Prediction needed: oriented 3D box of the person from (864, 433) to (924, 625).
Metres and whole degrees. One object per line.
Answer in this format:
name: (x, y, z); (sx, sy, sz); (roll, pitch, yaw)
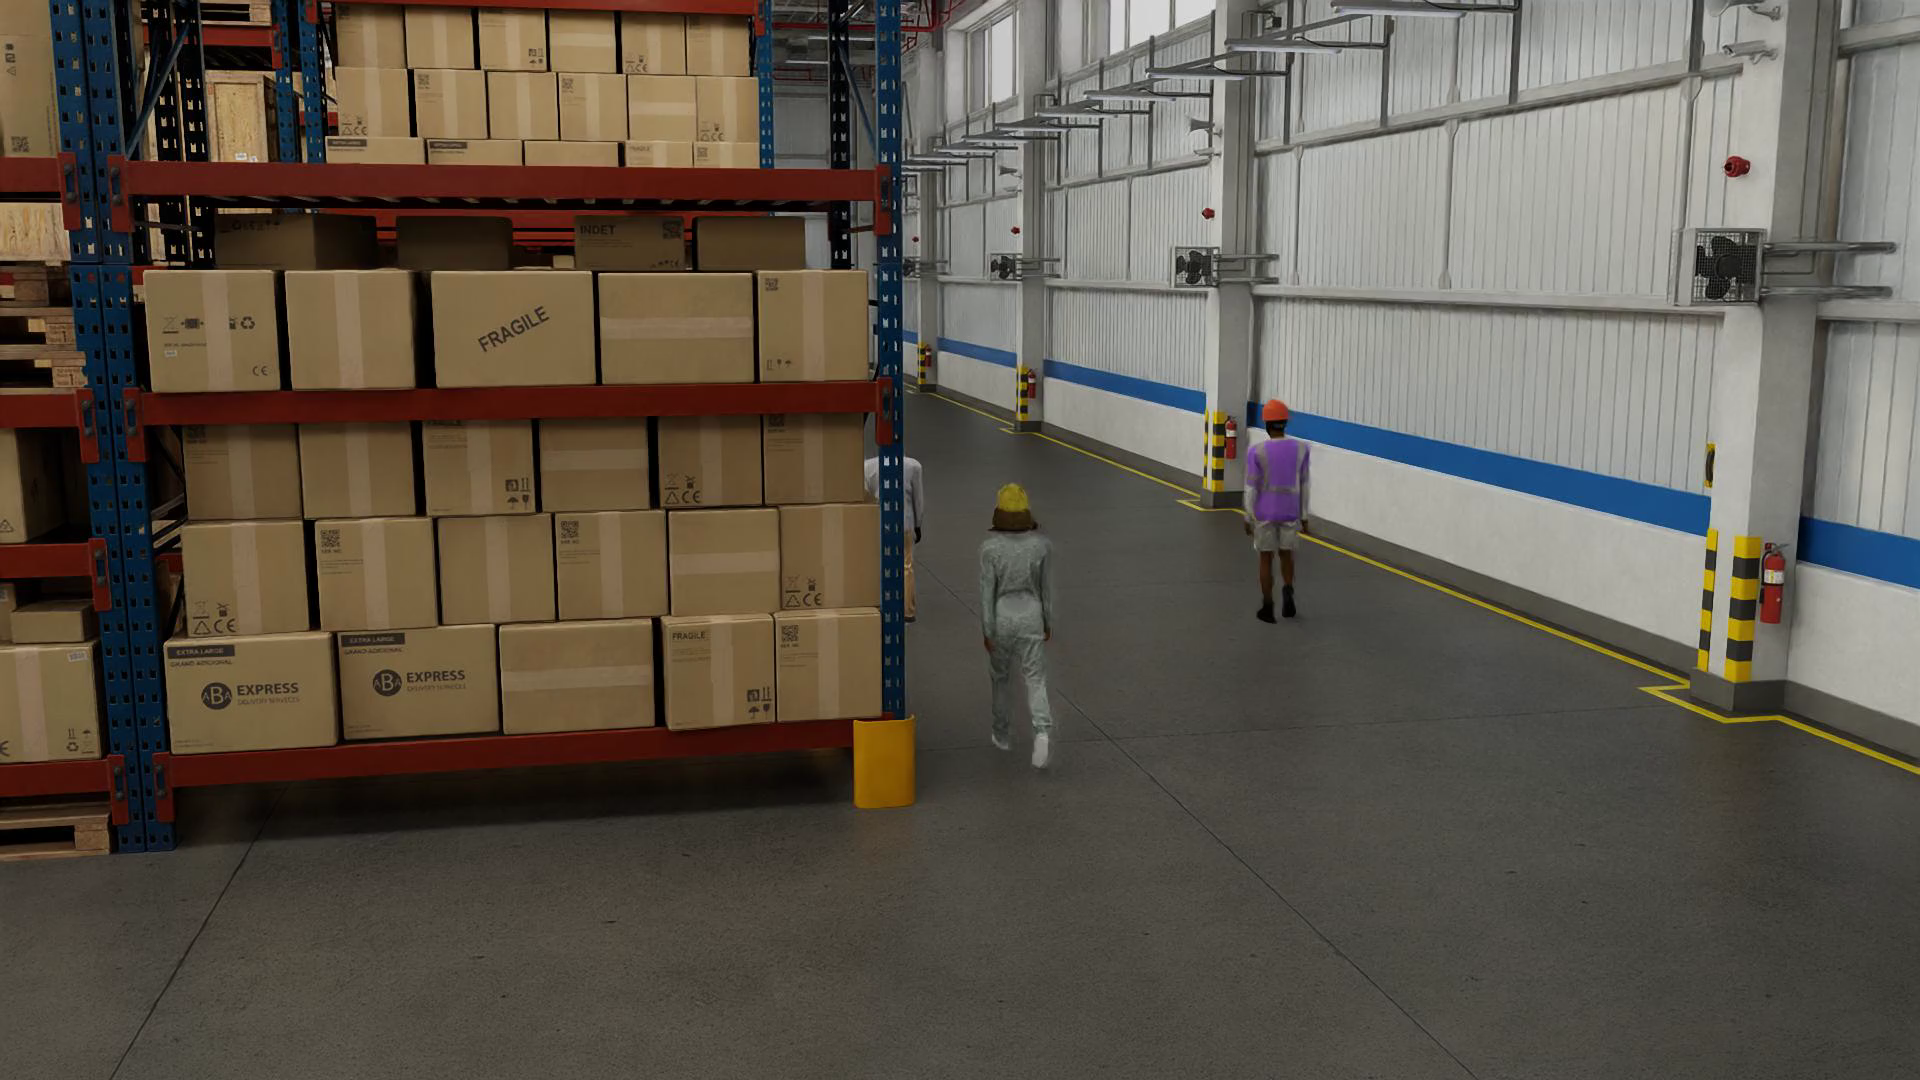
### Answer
person: (-0.593, -0.145, 14.108); (0.567, 1.750, 0.341); (-2, 9, -10)

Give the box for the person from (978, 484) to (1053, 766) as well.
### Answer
person: (0.356, 0.512, 10.220); (0.488, 1.718, 0.786); (-2, 9, -11)

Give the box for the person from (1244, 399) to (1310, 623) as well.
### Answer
person: (2.691, -0.239, 14.175); (0.564, 1.918, 0.426); (-1, 9, -6)
